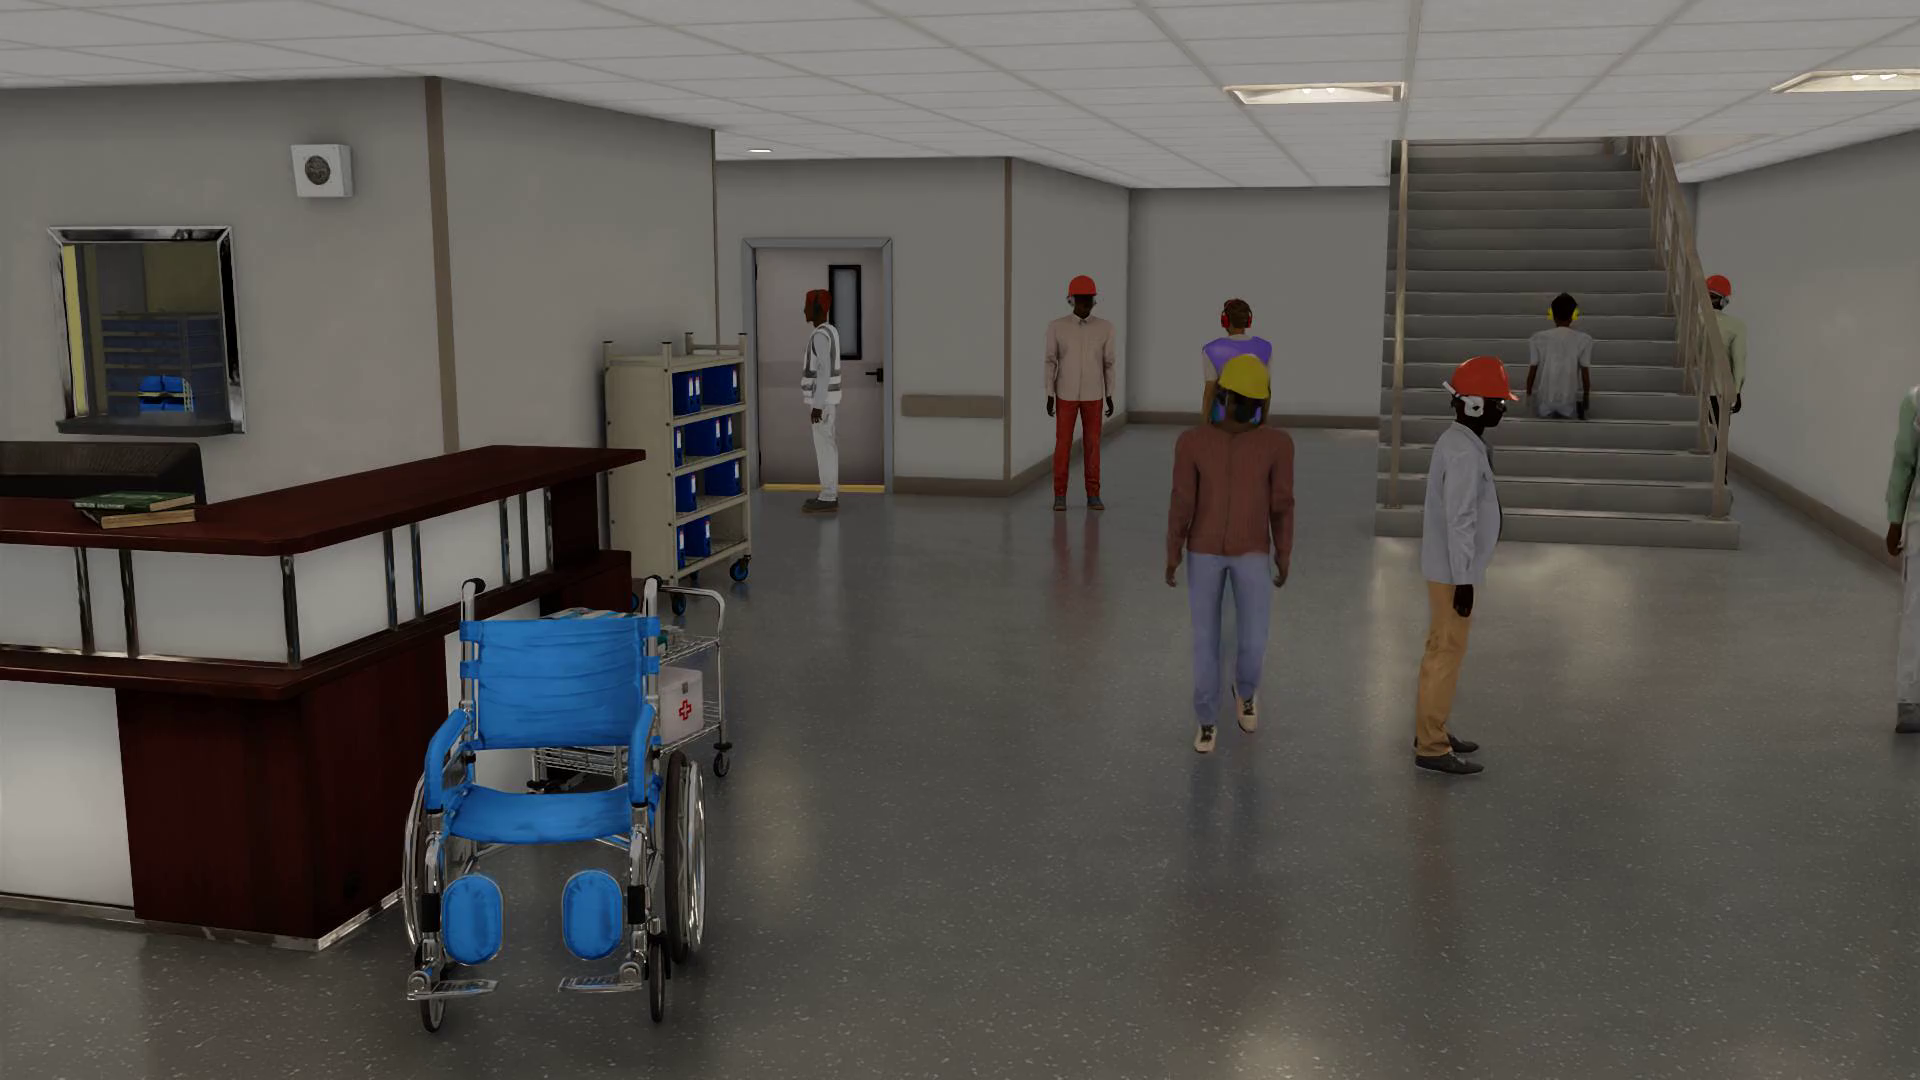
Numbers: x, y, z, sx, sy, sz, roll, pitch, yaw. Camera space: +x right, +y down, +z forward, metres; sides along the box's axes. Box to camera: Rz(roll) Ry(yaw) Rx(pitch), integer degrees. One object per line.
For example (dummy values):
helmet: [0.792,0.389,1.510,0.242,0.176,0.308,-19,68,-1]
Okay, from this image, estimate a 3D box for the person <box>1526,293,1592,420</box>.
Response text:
person: [4.982,-1.131,13.933,0.516,1.859,0.382,3,10,16]

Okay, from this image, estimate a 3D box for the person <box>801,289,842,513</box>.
person: [-1.176,-1.173,14.077,0.344,1.882,0.585,0,10,2]

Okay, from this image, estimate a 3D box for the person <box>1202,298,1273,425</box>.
person: [2.055,-0.870,12.411,0.563,1.846,0.390,-3,10,-18]

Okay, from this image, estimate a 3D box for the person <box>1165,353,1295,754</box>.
person: [1.167,0.062,7.219,0.546,1.746,0.400,2,10,9]

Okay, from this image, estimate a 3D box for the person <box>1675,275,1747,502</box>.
person: [6.573,-1.320,14.616,0.613,1.995,0.391,8,13,40]

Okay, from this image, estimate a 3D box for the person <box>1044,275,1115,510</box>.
person: [1.021,-1.244,14.162,0.612,1.997,0.375,-1,10,-5]

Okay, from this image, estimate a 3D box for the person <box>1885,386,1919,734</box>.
person: [4.471,-0.056,7.427,0.601,1.903,0.910,5,11,27]

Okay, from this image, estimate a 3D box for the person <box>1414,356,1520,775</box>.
person: [2.124,0.103,6.989,0.361,1.742,0.563,2,10,14]
